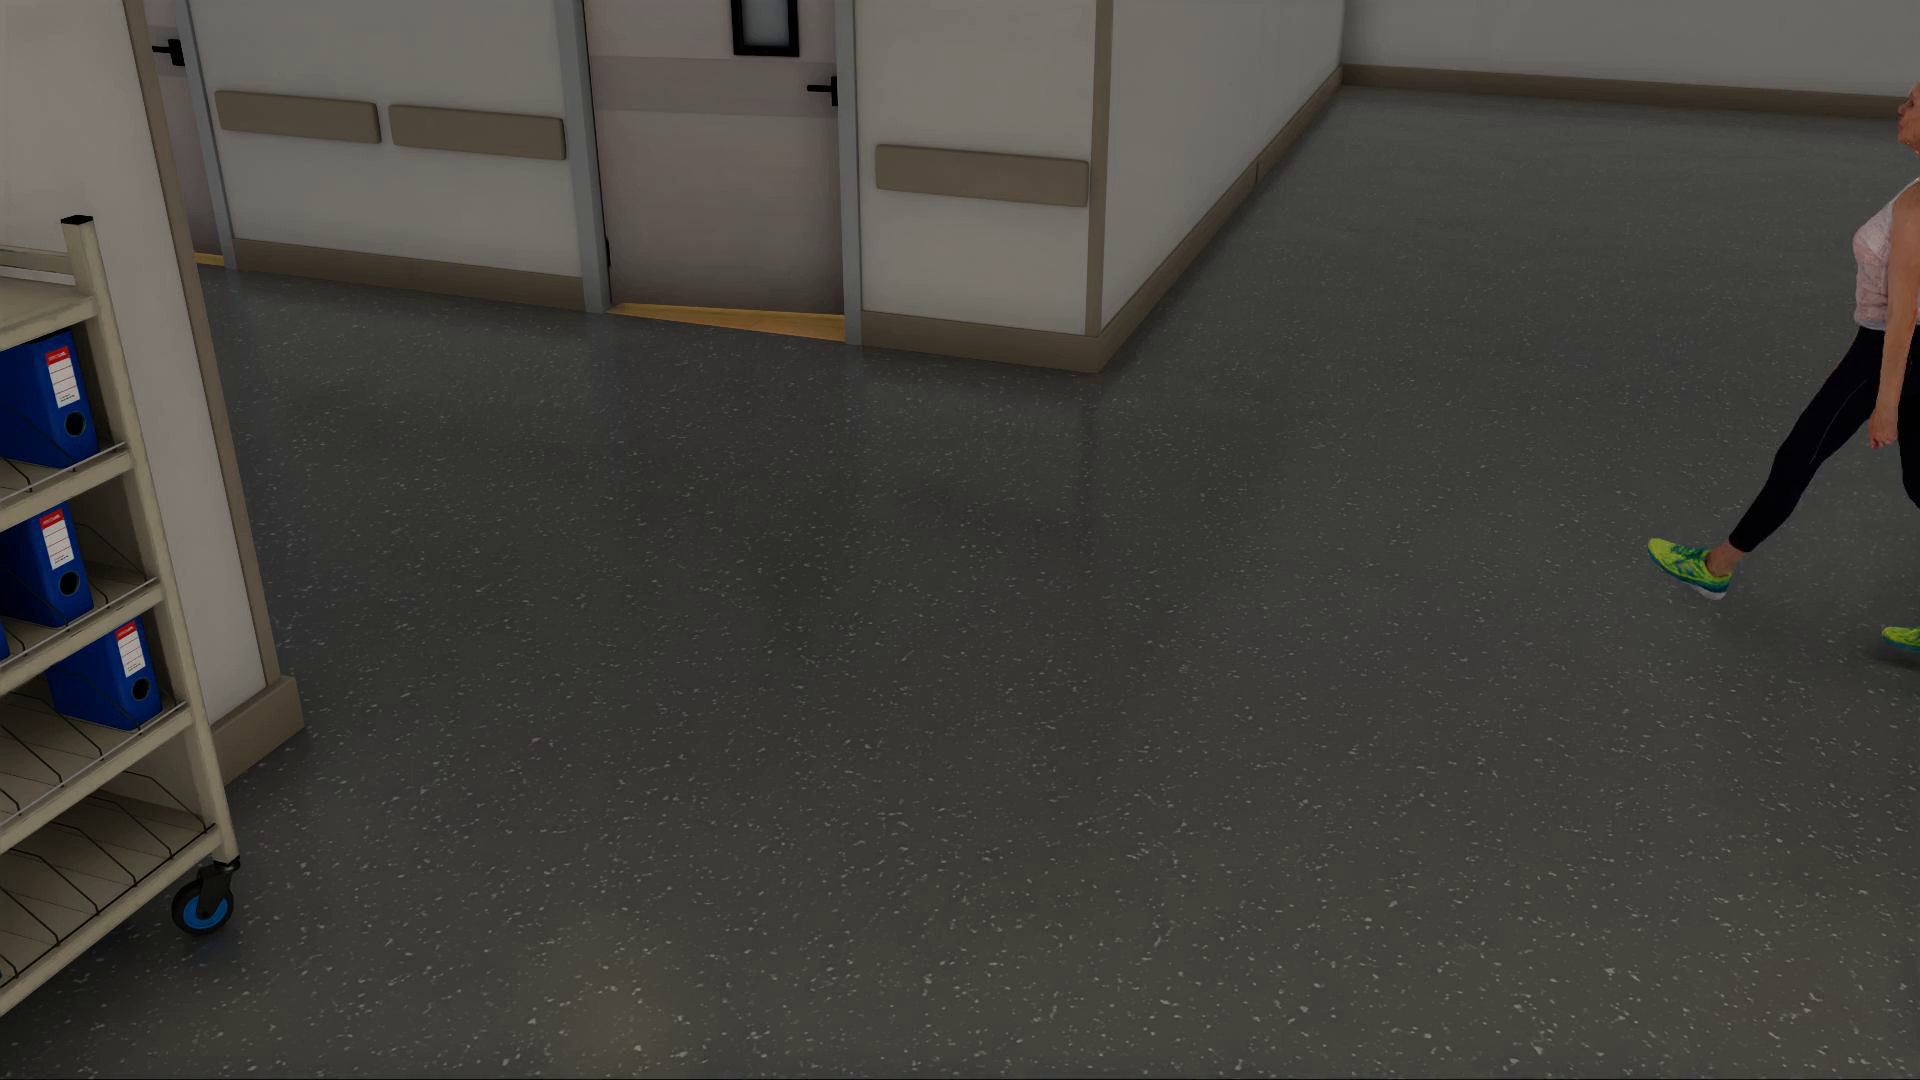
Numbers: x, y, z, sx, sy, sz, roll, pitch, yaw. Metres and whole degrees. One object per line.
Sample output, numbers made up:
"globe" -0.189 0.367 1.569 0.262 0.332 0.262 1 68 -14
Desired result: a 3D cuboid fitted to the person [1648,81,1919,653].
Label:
"person" 2.690 -0.419 4.599 1.021 1.648 1.207 23 34 39
